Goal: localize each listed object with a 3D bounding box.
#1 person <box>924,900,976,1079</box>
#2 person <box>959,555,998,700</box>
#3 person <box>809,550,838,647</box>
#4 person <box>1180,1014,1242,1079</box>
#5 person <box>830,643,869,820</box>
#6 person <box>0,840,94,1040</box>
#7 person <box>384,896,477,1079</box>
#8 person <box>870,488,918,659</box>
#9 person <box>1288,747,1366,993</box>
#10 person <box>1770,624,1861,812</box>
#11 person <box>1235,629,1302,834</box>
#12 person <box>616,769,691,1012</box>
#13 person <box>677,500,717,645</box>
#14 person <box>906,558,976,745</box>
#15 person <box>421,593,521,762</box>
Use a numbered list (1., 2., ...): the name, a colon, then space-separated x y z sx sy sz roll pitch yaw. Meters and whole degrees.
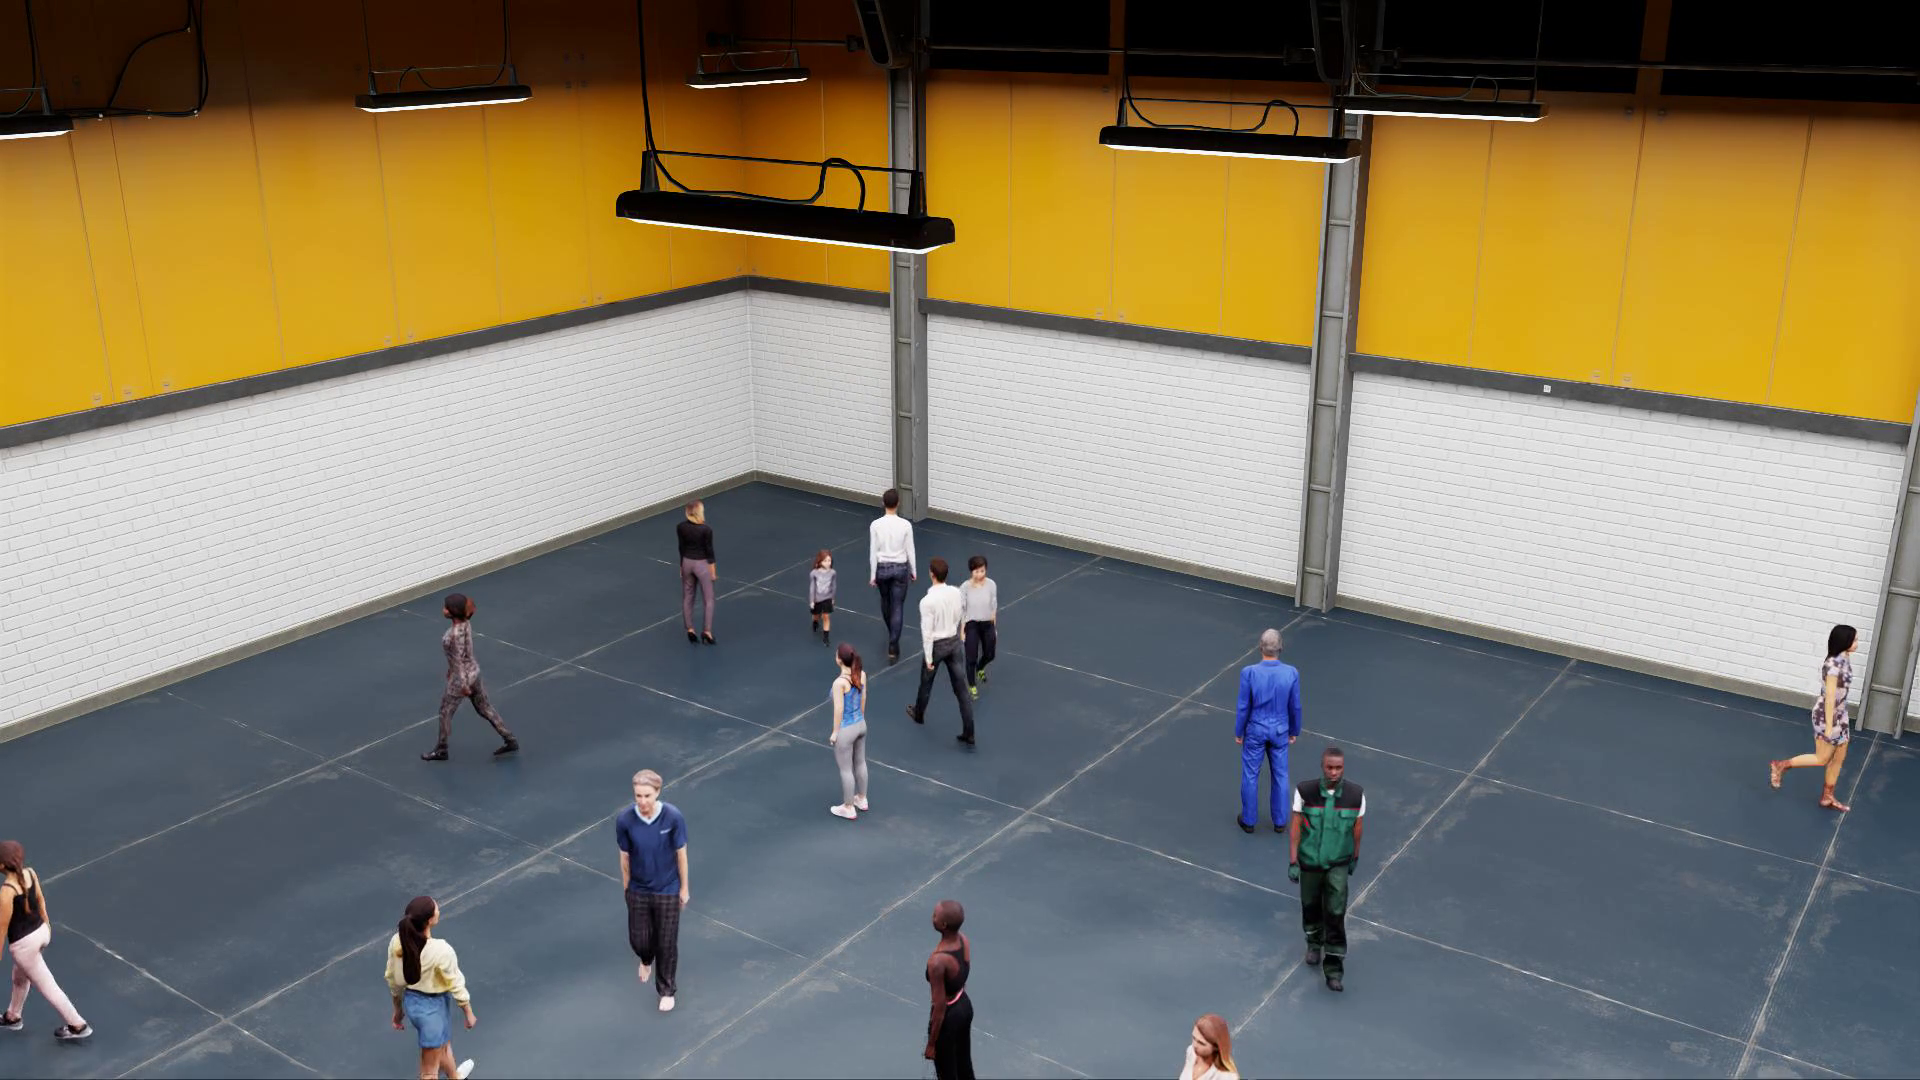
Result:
1. person: -0.051 3.027 10.376 0.566 1.758 0.606 9 21 25
2. person: 0.172 0.859 17.156 0.744 1.539 0.807 -4 19 -13
3. person: -1.554 0.617 18.576 0.711 1.092 0.802 -5 19 -15
4. person: 1.452 3.383 9.433 0.870 1.685 0.888 -9 21 -25
5. person: -0.977 1.666 14.651 0.515 1.608 0.560 13 23 34
6. person: -6.353 2.789 11.453 1.080 1.521 0.895 1 19 3
7. person: -3.421 3.051 10.543 0.945 1.605 0.867 7 20 20
8. person: -0.741 0.401 18.077 1.249 1.820 1.138 1 19 4
9. person: 2.674 2.345 12.316 1.072 1.812 1.010 3 19 9
10. person: 7.654 1.568 14.773 0.974 1.715 0.712 17 25 42
11. person: 2.645 1.653 14.348 0.731 1.826 0.857 0 19 0
12. person: -2.182 2.451 11.931 0.851 1.857 0.912 -2 19 -5
13. person: -2.928 0.363 18.433 0.552 1.664 0.702 6 19 17
14. person: -0.098 1.107 15.978 0.982 1.821 1.334 -13 22 -33
15. person: -4.558 1.310 15.610 1.180 1.672 1.048 -2 19 -5
